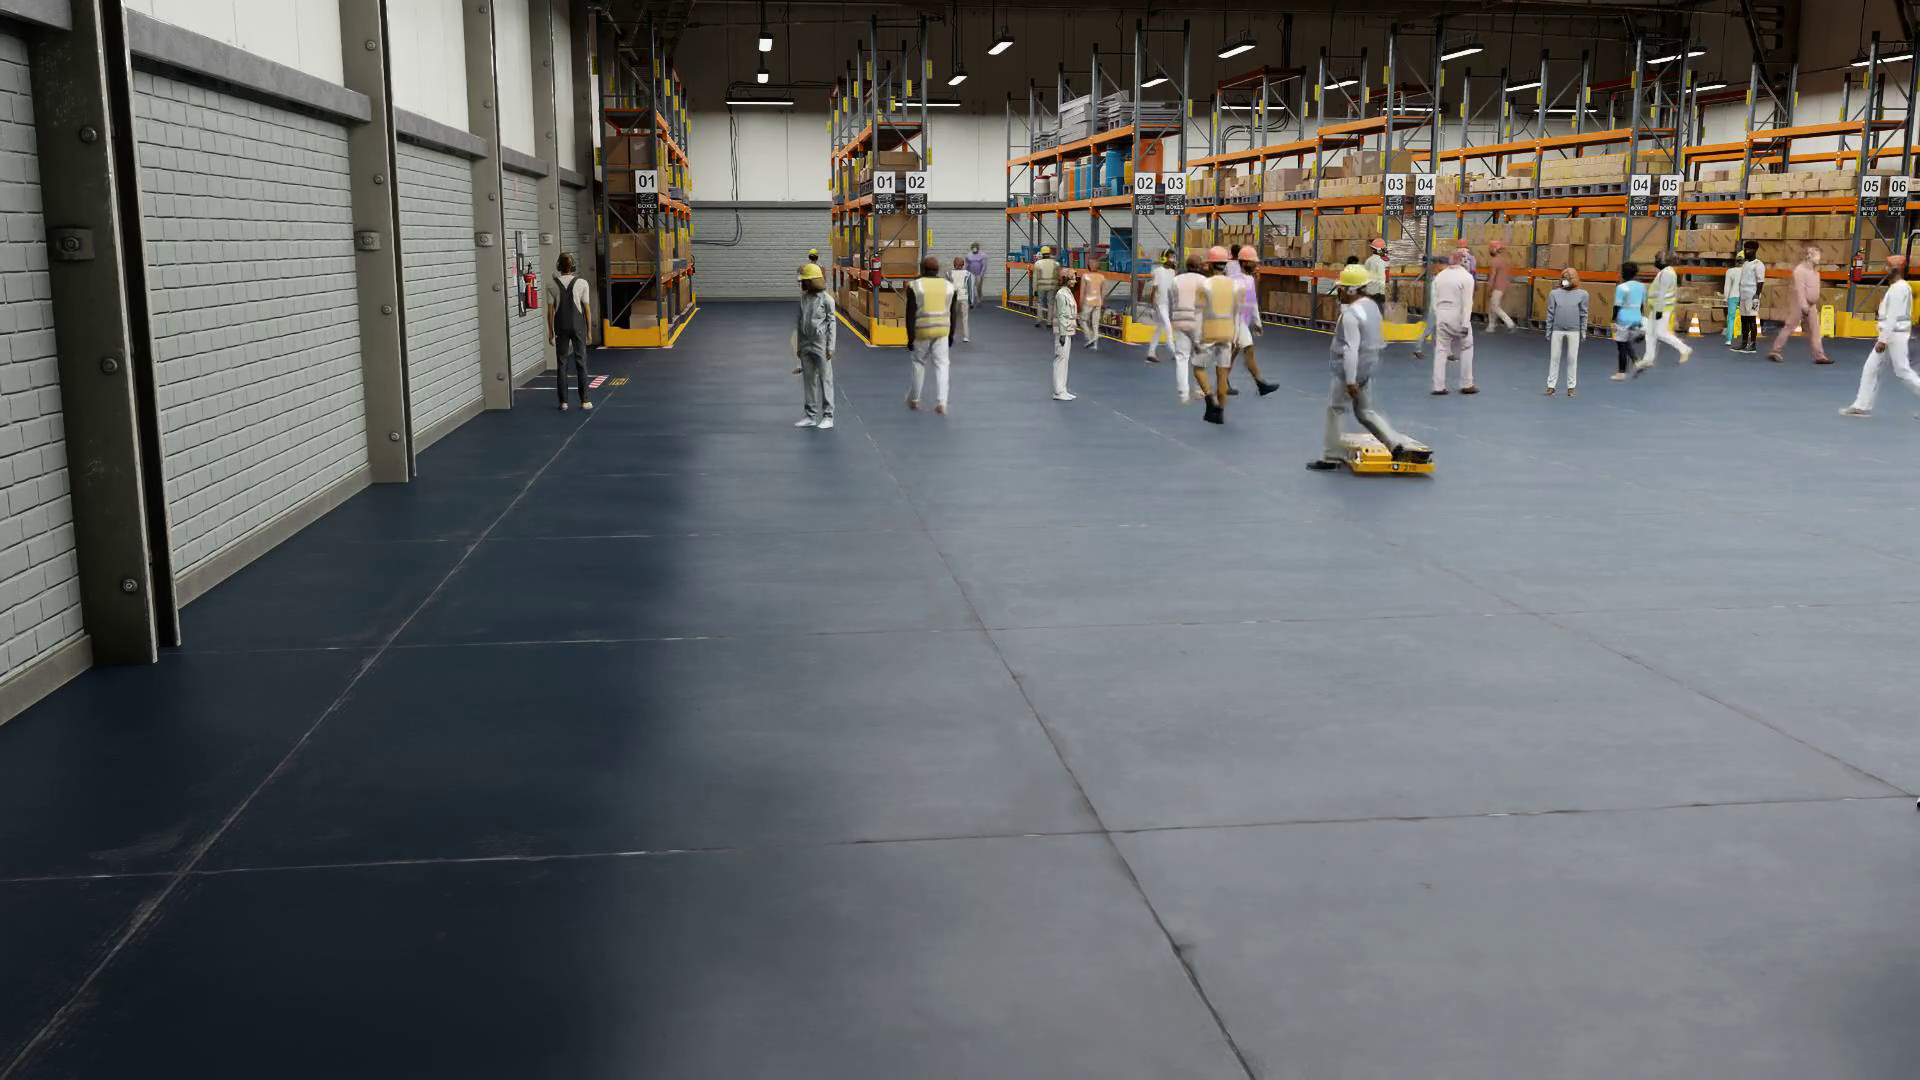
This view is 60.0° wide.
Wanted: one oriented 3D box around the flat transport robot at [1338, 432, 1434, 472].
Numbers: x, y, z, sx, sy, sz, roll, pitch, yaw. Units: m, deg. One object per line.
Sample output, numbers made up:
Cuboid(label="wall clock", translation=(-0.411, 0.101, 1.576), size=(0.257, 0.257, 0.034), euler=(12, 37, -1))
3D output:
Cuboid(label="flat transport robot", translation=(3.718, -0.789, 14.768), size=(0.652, 0.197, 1.431), euler=(0, 10, 2))

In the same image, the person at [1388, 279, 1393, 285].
Cuboid(label="person", translation=(12.422, -7.719, 48.419), size=(0.509, 1.860, 0.334), euler=(-4, 11, -21))

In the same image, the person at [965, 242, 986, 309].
Cuboid(label="person", translation=(0.454, -7.509, 47.235), size=(0.616, 1.885, 1.071), euler=(1, 10, 7))

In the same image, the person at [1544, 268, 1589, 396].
Cuboid(label="person", translation=(7.751, -2.653, 21.259), size=(0.502, 1.631, 0.286), euler=(5, 12, 27))

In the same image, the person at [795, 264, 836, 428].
Cuboid(label="person", translation=(-1.549, -2.057, 17.689), size=(0.492, 1.740, 0.325), euler=(7, 12, 34))

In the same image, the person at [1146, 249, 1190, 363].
Cuboid(label="person", translation=(3.367, -3.726, 26.605), size=(0.948, 1.820, 0.564), euler=(9, 14, 40))

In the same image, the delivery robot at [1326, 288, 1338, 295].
Cuboid(label="delivery robot", translation=(10.620, -6.948, 47.500), size=(0.477, 0.478, 0.707), euler=(-1, 10, -8))

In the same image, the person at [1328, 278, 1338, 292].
Cuboid(label="person", translation=(11.734, -8.407, 51.968), size=(0.362, 1.935, 0.631), euler=(-2, 11, -11))

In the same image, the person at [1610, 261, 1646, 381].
Cuboid(label="person", translation=(9.369, -3.072, 23.390), size=(0.553, 1.684, 0.362), euler=(-5, 12, -26))

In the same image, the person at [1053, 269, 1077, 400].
Cuboid(label="person", translation=(1.304, -2.556, 20.728), size=(0.311, 1.635, 0.512), euler=(2, 11, 11))

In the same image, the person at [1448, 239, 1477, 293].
Cuboid(label="person", translation=(11.305, -5.784, 37.496), size=(0.648, 1.991, 1.054), euler=(-1, 10, -5))

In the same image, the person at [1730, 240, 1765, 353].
Cuboid(label="person", translation=(13.850, -4.269, 29.202), size=(0.361, 1.963, 0.612), euler=(0, 10, -2))

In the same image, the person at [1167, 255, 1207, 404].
Cuboid(label="person", translation=(2.866, -2.594, 20.473), size=(0.614, 1.792, 0.908), euler=(3, 11, 18))

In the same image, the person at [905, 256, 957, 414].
Cuboid(label="person", translation=(-0.361, -2.380, 19.319), size=(0.651, 1.791, 0.955), euler=(-4, 11, -19))

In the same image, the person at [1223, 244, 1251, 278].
Cuboid(label="person", translation=(5.519, -4.987, 33.370), size=(0.598, 1.889, 0.889), euler=(4, 11, 23))

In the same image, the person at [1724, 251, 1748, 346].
Cuboid(label="person", translation=(14.543, -4.504, 31.046), size=(0.530, 1.765, 0.325), euler=(5, 11, 25))

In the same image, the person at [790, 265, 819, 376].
Cuboid(label="person", translation=(-2.286, -3.177, 24.161), size=(0.517, 1.617, 0.522), euler=(-6, 12, -31))

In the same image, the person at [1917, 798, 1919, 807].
Cuboid(label="person", translation=(3.666, 0.041, 5.681), size=(0.363, 1.927, 0.587), euler=(-7, 12, -34))

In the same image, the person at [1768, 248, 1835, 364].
Cuboid(label="person", translation=(13.526, -3.752, 26.690), size=(0.645, 1.862, 0.984), euler=(-7, 12, -32))

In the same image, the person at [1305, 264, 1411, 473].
Cuboid(label="person", translation=(3.426, -1.451, 14.207), size=(0.808, 1.804, 0.592), euler=(8, 13, 37))

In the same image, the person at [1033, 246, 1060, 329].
Cuboid(label="person", translation=(1.907, -5.576, 36.754), size=(0.611, 1.822, 0.451), euler=(-1, 10, -7))

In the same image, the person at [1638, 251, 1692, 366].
Cuboid(label="person", translation=(11.062, -3.620, 26.061), size=(0.733, 1.814, 0.622), euler=(3, 11, 15))

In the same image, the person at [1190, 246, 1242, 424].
Cuboid(label="person", translation=(2.774, -2.209, 18.019), size=(0.548, 1.927, 0.441), euler=(-3, 11, -15))

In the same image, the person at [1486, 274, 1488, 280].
Cuboid(label="person", translation=(14.915, -7.354, 46.465), size=(0.563, 1.838, 0.390), euler=(-5, 12, -26))

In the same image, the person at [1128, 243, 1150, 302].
Cuboid(label="person", translation=(5.056, -7.464, 47.072), size=(0.635, 1.843, 1.047), euler=(-1, 10, -4))

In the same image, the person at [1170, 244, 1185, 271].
Cuboid(label="person", translation=(6.652, -8.319, 51.201), size=(0.537, 2.000, 0.674), euler=(1, 10, 6))

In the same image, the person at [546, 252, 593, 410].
Cuboid(label="person", translation=(-4.582, -2.444, 19.527), size=(0.506, 1.847, 0.343), euler=(-2, 10, -8))

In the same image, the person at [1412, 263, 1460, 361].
Cuboid(label="person", translation=(7.829, -3.744, 27.338), size=(0.512, 1.596, 0.827), euler=(-8, 13, -39))

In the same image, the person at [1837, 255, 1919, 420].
Cuboid(label="person", translation=(10.458, -2.253, 18.525), size=(0.983, 1.843, 0.573), euler=(4, 11, 20))

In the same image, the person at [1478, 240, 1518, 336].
Cuboid(label="person", translation=(11.030, -5.124, 33.921), size=(0.741, 1.963, 0.630), euler=(7, 12, 34))

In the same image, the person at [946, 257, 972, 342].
Cuboid(label="person", translation=(-0.021, -4.641, 32.138), size=(0.522, 1.639, 0.305), euler=(-1, 10, -4))

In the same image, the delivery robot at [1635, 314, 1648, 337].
Cuboid(label="delivery robot", translation=(13.046, -4.093, 31.850), size=(0.477, 0.478, 0.707), euler=(-5, 11, -26))

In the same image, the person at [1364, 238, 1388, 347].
Cuboid(label="person", translation=(7.689, -4.568, 30.761), size=(0.382, 1.993, 0.622), euler=(-3, 11, -17))

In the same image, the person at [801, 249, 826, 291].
Cuboid(label="person", translation=(-3.117, -5.313, 35.472), size=(0.527, 1.768, 0.331), euler=(1, 10, 3))

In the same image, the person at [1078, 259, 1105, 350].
Cuboid(label="person", translation=(2.347, -4.212, 29.817), size=(0.550, 1.626, 0.384), euler=(-6, 12, -30))

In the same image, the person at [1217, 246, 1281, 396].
Cuboid(label="person", translation=(3.695, -2.762, 21.131), size=(0.948, 1.891, 0.574), euler=(6, 12, 31))

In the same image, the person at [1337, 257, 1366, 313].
Cuboid(label="person", translation=(7.422, -4.532, 31.490), size=(0.551, 1.636, 0.888), euler=(2, 11, 11))

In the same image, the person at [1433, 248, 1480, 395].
Cuboid(label="person", translation=(6.437, -2.805, 21.432), size=(0.818, 1.873, 0.651), euler=(-7, 12, -34))
